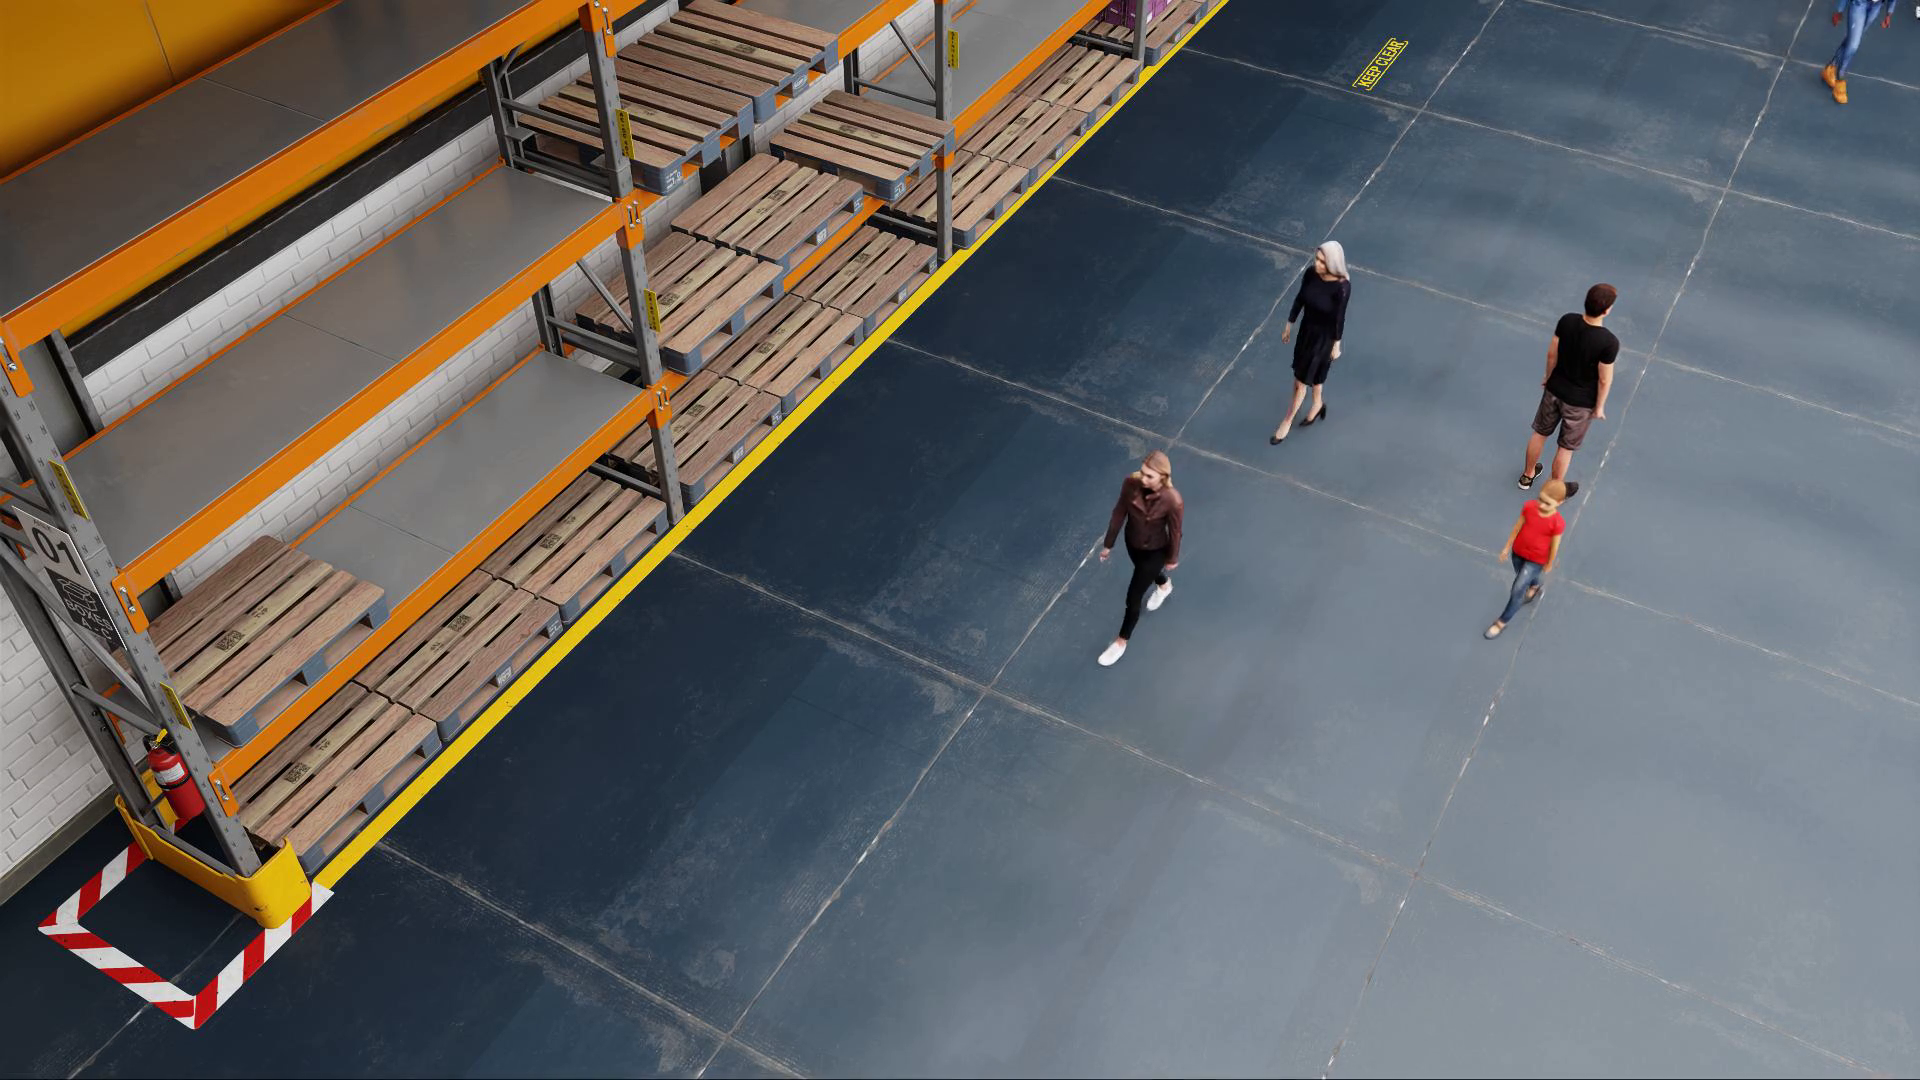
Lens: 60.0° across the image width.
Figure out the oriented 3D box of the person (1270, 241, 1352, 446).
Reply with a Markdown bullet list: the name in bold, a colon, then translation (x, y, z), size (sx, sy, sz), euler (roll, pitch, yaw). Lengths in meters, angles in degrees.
- **person**: translation (2.779, -1.552, 12.684), size (0.954, 1.728, 0.828), euler (-25, 49, -24)

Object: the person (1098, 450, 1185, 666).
- **person**: translation (1.286, 0.007, 11.094), size (0.800, 1.665, 1.180), euler (33, 52, 30)

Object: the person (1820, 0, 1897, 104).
- **person**: translation (9.004, -5.335, 16.682), size (0.932, 1.691, 1.015), euler (-7, 44, -7)

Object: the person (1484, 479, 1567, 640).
- **person**: translation (3.914, 0.059, 11.311), size (0.939, 1.291, 0.686), euler (-27, 50, -26)

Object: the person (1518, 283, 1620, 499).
- **person**: translation (4.431, -1.075, 12.088), size (0.719, 1.861, 0.755), euler (-29, 51, -27)
